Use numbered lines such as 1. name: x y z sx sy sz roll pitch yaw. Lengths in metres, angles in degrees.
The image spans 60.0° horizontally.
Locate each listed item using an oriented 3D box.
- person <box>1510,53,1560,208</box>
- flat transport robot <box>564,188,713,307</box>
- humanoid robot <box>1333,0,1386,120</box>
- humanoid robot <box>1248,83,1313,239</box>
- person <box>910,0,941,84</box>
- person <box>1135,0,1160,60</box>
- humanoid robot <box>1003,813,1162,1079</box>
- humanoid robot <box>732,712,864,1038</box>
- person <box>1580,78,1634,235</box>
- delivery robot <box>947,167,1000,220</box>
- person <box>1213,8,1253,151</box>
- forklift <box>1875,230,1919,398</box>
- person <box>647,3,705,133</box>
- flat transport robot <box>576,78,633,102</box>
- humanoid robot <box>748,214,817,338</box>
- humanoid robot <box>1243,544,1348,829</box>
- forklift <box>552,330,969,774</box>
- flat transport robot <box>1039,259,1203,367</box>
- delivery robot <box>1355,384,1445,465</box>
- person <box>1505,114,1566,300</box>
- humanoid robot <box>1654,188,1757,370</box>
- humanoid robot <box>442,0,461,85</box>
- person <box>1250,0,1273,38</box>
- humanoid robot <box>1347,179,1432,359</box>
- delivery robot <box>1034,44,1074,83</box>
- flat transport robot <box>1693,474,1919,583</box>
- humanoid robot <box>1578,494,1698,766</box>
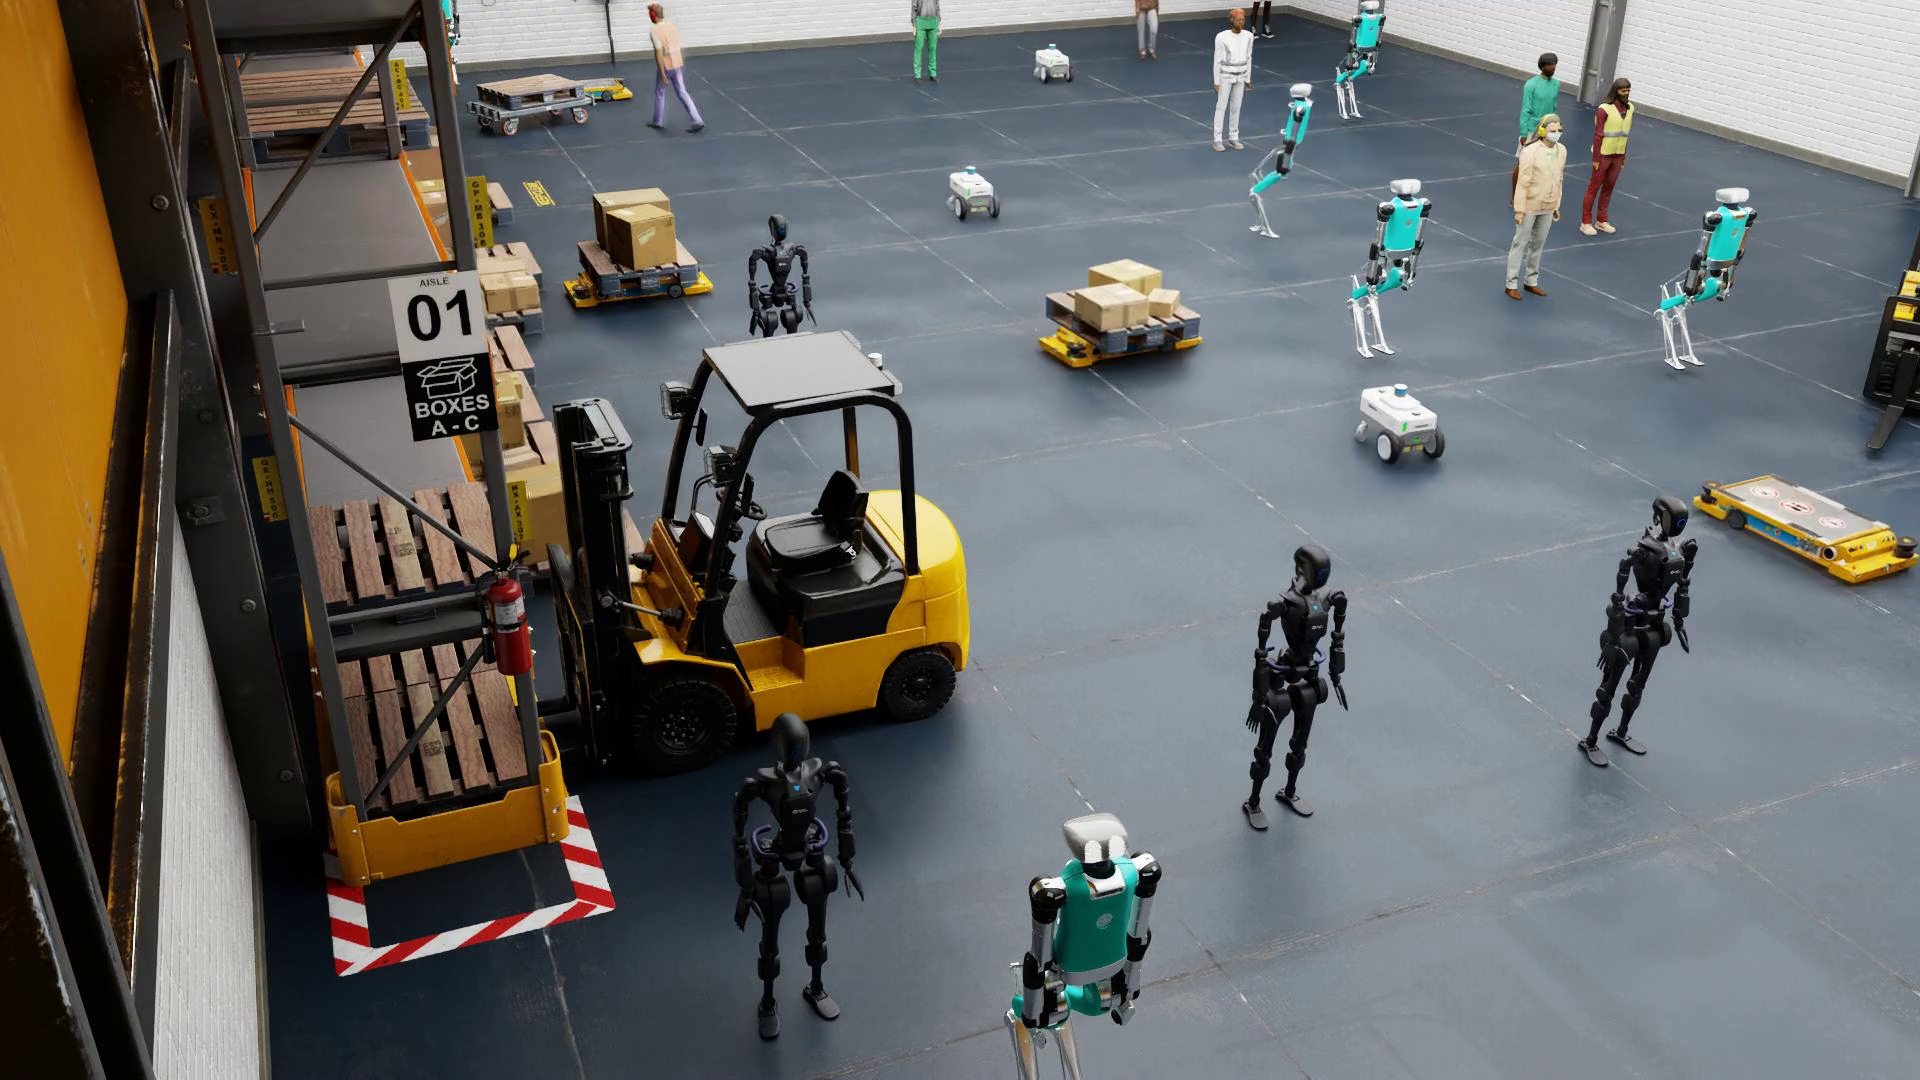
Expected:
1. person: 6.928 -4.925 20.022 0.497 1.854 0.395 -10 28 -20
2. flat transport robot: -3.354 -2.684 17.326 1.431 0.231 0.659 -10 28 -20
3. humanoid robot: 5.707 -6.969 24.063 0.533 1.681 0.735 -10 28 -20
4. humanoid robot: 3.532 -4.296 18.902 0.821 1.786 0.605 7 27 13
5. person: -0.544 -8.296 26.742 0.514 1.839 0.338 -10 28 -20
6. person: 3.199 -9.024 28.426 0.473 1.625 0.524 -4 27 -7
7. humanoid robot: 0.419 1.723 6.777 0.533 1.677 0.735 -10 28 -20
8. humanoid robot: -0.733 1.486 7.448 0.599 1.657 0.315 -10 28 -20
9. person: 7.429 -4.399 19.069 0.469 1.768 0.376 -10 28 -20
10. delivery robot: 0.135 -4.163 19.957 0.522 0.601 0.772 -8 28 -16
11. person: 3.711 -6.268 22.658 0.576 1.884 0.354 -10 28 -20
12. forklift: 9.029 -2.397 14.618 1.214 2.155 2.313 18 32 32
13. person: -4.108 -6.698 23.633 0.975 1.781 0.558 15 30 28
14. flat transport robot: -5.871 -6.965 25.841 1.431 0.231 0.659 -10 28 -20
15. humanoid robot: -1.548 -2.013 14.405 0.599 1.659 0.315 -10 28 -20
16. humanoid robot: 1.793 0.770 8.870 0.599 1.659 0.315 -10 28 -20
17. forklift: -1.094 0.010 9.831 2.313 2.155 1.214 -10 28 -20
18. flat transport robot: 1.529 -1.934 15.834 1.431 0.231 0.659 -13 29 -23
19. delivery robot: 3.579 -0.963 13.591 0.522 0.601 0.772 -8 28 -16
20. person: 5.878 -3.410 16.984 0.557 1.877 0.409 -10 28 -20
21. humanoid robot: 6.616 -2.392 14.962 0.533 1.677 0.735 -10 28 -20
22. humanoid robot: -8.148 -8.025 26.166 0.533 1.677 0.735 -10 28 -20
23. person: 5.563 -10.173 30.341 0.612 1.961 0.366 -10 28 -20
24. humanoid robot: 3.850 -2.527 15.230 0.533 1.677 0.735 -10 28 -20
25. delivery robot: 1.505 -7.756 27.103 0.522 0.601 0.772 -8 28 -16
26. flat transport robot: 6.194 -0.116 12.218 0.659 0.231 1.431 -12 29 -23
27. humanoid robot: 3.868 0.498 9.413 0.599 1.657 0.315 -10 28 -20
